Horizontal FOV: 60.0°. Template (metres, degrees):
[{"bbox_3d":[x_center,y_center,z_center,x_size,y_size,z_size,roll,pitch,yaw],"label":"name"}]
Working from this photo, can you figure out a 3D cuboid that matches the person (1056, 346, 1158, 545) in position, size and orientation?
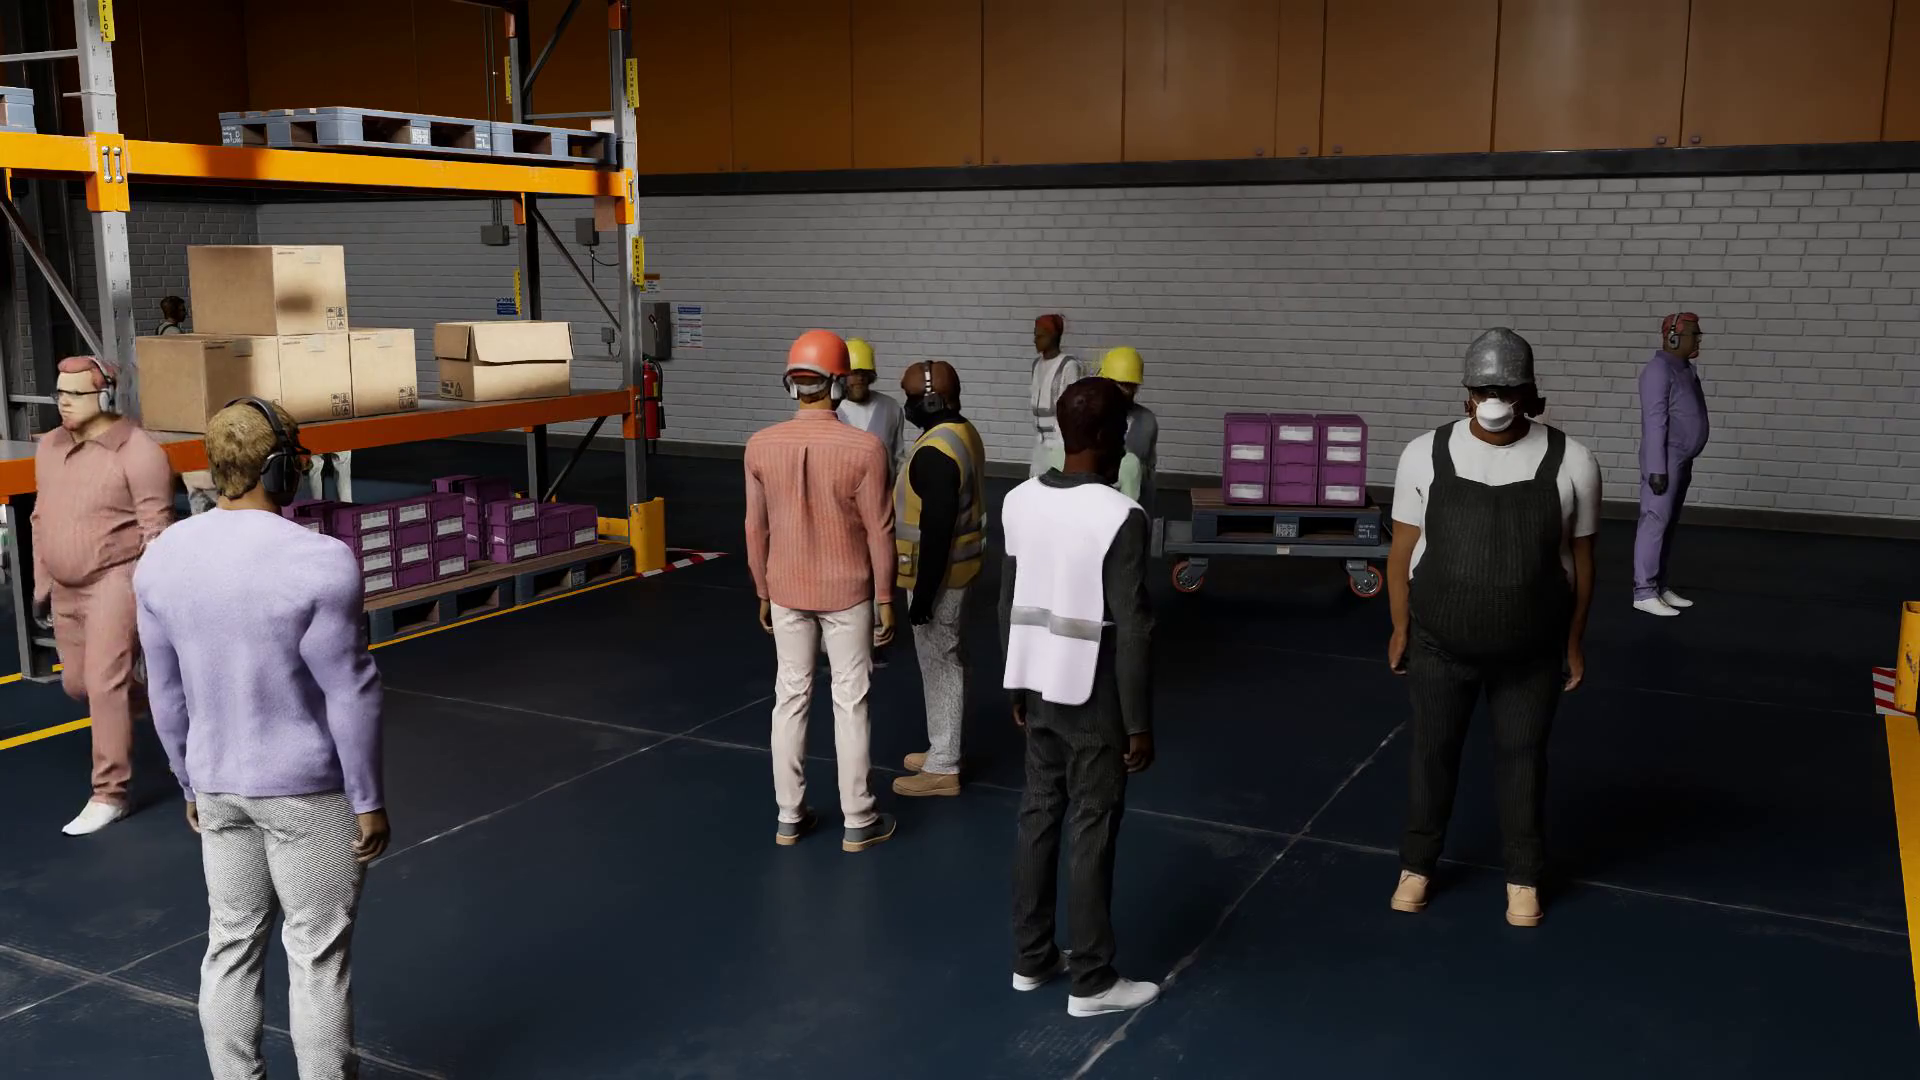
[{"bbox_3d":[0.748,-0.147,8.911,0.613,1.796,0.704,-3,10,-17],"label":"person"}]

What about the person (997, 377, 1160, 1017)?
[{"bbox_3d":[0.344,0.471,5.009,0.373,1.914,0.597,-8,12,-38],"label":"person"}]

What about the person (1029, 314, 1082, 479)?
[{"bbox_3d":[0.799,-0.741,12.251,0.883,1.854,0.589,-5,11,-29],"label":"person"}]

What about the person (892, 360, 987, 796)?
[{"bbox_3d":[-0.108,0.159,7.042,0.429,1.841,0.625,2,10,9],"label":"person"}]

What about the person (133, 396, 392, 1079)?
[{"bbox_3d":[-1.691,0.614,4.116,0.632,1.940,0.372,3,10,16],"label":"person"}]

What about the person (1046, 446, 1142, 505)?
[{"bbox_3d":[0.642,0.088,8.076,0.497,1.626,0.288,5,11,25],"label":"person"}]

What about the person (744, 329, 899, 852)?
[{"bbox_3d":[-0.519,0.200,6.350,0.611,1.995,0.376,3,10,18],"label":"person"}]

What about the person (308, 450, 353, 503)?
[{"bbox_3d":[-5.170,-1.025,13.630,0.585,1.930,0.365,3,10,16],"label":"person"}]

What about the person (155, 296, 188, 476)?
[{"bbox_3d":[-8.050,-1.580,17.086,0.515,1.843,0.326,9,13,42],"label":"person"}]

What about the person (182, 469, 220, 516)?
[{"bbox_3d":[-4.764,-0.364,10.662,0.541,1.621,0.377,5,11,28],"label":"person"}]

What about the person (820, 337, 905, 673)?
[{"bbox_3d":[-0.573,-0.191,9.086,0.599,1.830,0.403,-3,10,-18],"label":"person"}]

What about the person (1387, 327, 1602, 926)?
[{"bbox_3d":[1.789,0.299,5.644,0.688,2.000,0.539,3,10,19],"label":"person"}]

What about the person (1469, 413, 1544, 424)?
[{"bbox_3d":[3.409,-0.289,10.406,0.920,1.574,0.493,-9,13,-42],"label":"person"}]

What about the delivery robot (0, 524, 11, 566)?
[{"bbox_3d":[-6.735,0.013,11.327,0.707,0.478,0.477,0,10,0],"label":"delivery robot"}]

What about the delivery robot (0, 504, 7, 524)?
[{"bbox_3d":[-6.799,-0.108,12.007,0.707,0.478,0.477,-6,12,-29],"label":"delivery robot"}]

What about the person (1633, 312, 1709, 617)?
[{"bbox_3d":[4.525,-0.485,10.567,0.407,1.910,0.638,7,12,36],"label":"person"}]

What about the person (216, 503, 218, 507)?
[{"bbox_3d":[-5.488,-0.885,12.727,0.693,1.968,0.621,4,11,23],"label":"person"}]

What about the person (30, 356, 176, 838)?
[{"bbox_3d":[-3.427,0.187,6.745,0.650,1.883,0.749,4,11,24],"label":"person"}]
